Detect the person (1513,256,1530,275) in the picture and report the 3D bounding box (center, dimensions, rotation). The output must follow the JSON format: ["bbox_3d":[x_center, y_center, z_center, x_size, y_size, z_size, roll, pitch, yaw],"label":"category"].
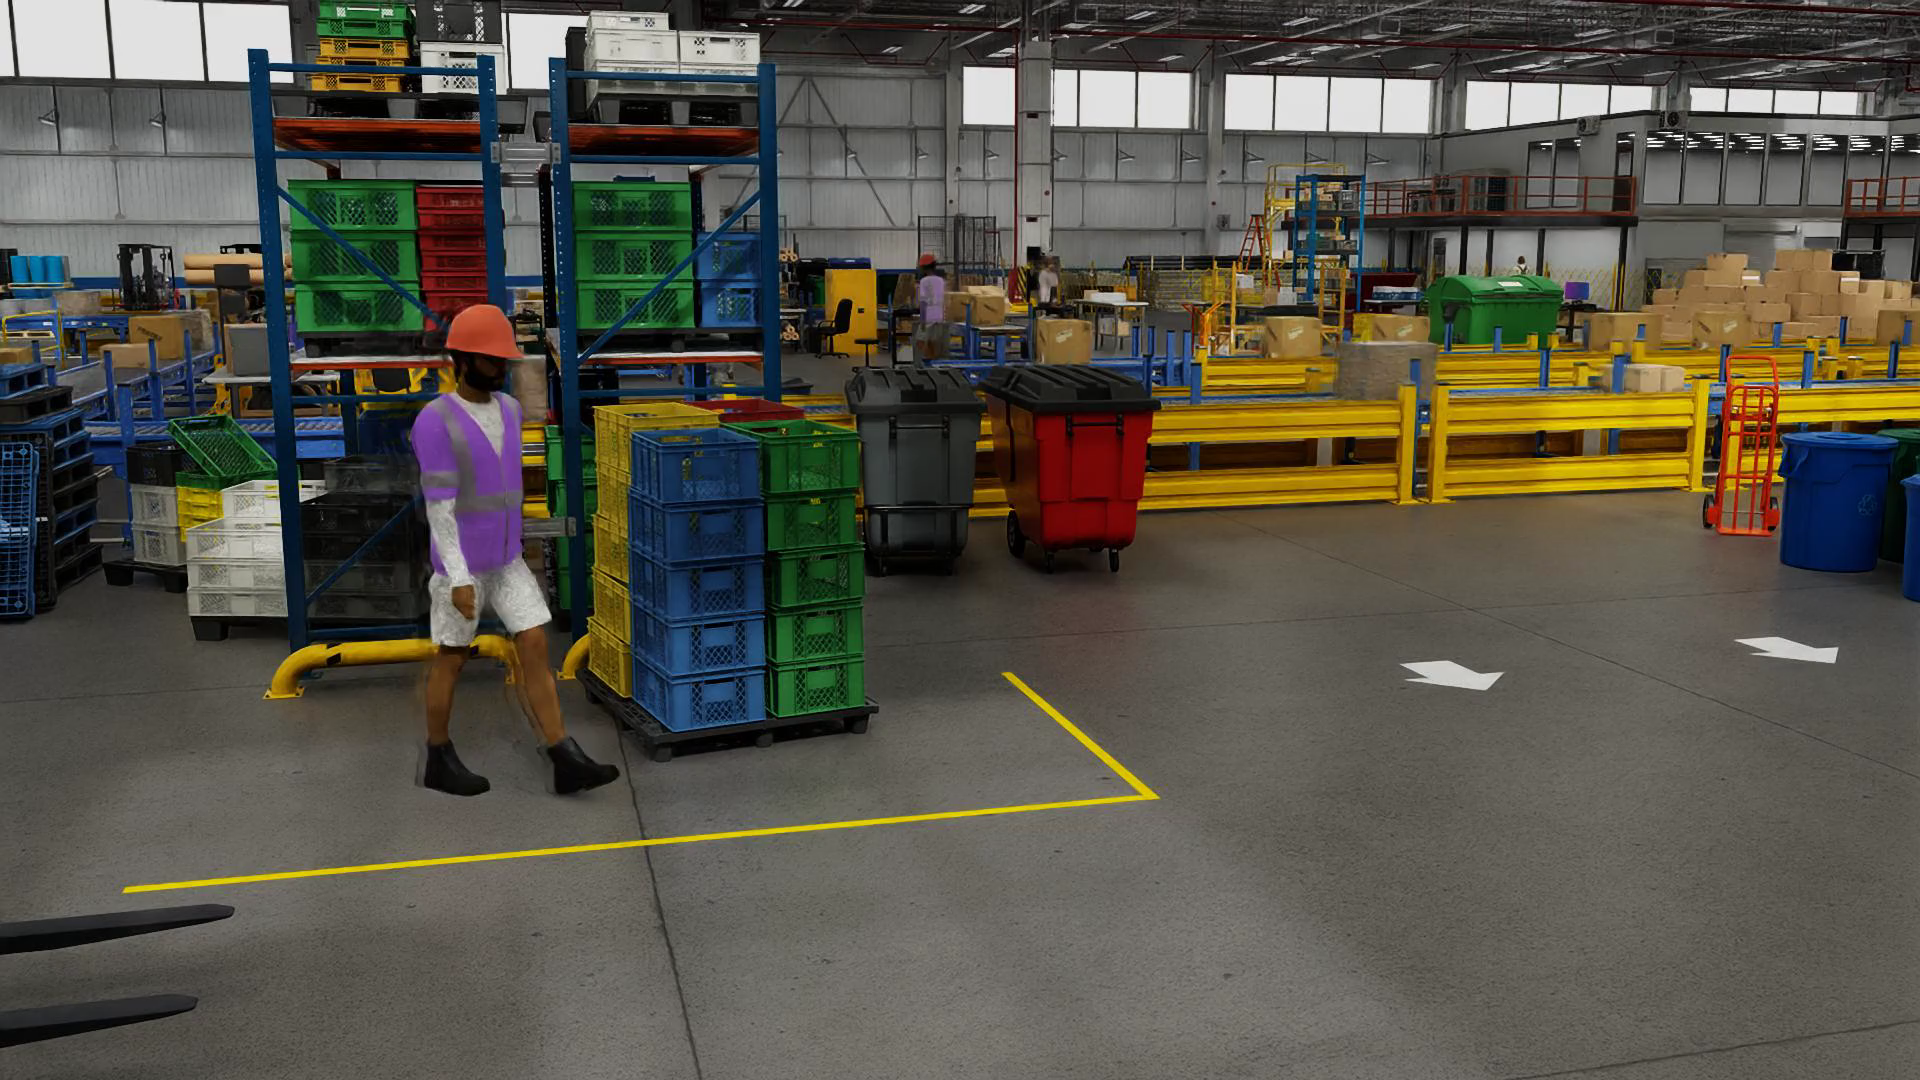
[{"bbox_3d":[16.708,-7.537,49.586,0.517,1.836,0.341,-1,10,-5],"label":"person"}]

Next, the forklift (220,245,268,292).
[{"bbox_3d":[-17.749,-6.334,41.440,1.157,1.987,2.680,-3,10,-17],"label":"forklift"}]

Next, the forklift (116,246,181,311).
[{"bbox_3d":[-19.966,-6.232,40.894,1.157,1.987,2.680,-3,10,-15],"label":"forklift"}]

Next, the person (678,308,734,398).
[{"bbox_3d":[-2.570,-1.747,16.813,0.589,1.833,0.404,-3,10,-15],"label":"person"}]

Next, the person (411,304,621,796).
[{"bbox_3d":[-1.716,0.076,6.290,0.938,1.894,0.569,5,11,28],"label":"person"}]

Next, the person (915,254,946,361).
[{"bbox_3d":[-0.449,-3.457,25.997,0.521,2.007,0.614,8,13,38],"label":"person"}]

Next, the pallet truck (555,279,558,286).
[{"bbox_3d":[-10.604,-6.375,44.520,0.653,1.274,1.630,-3,10,-15],"label":"pallet truck"}]

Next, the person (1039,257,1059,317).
[{"bbox_3d":[1.976,-5.481,37.819,0.707,1.883,0.664,6,12,32],"label":"person"}]
